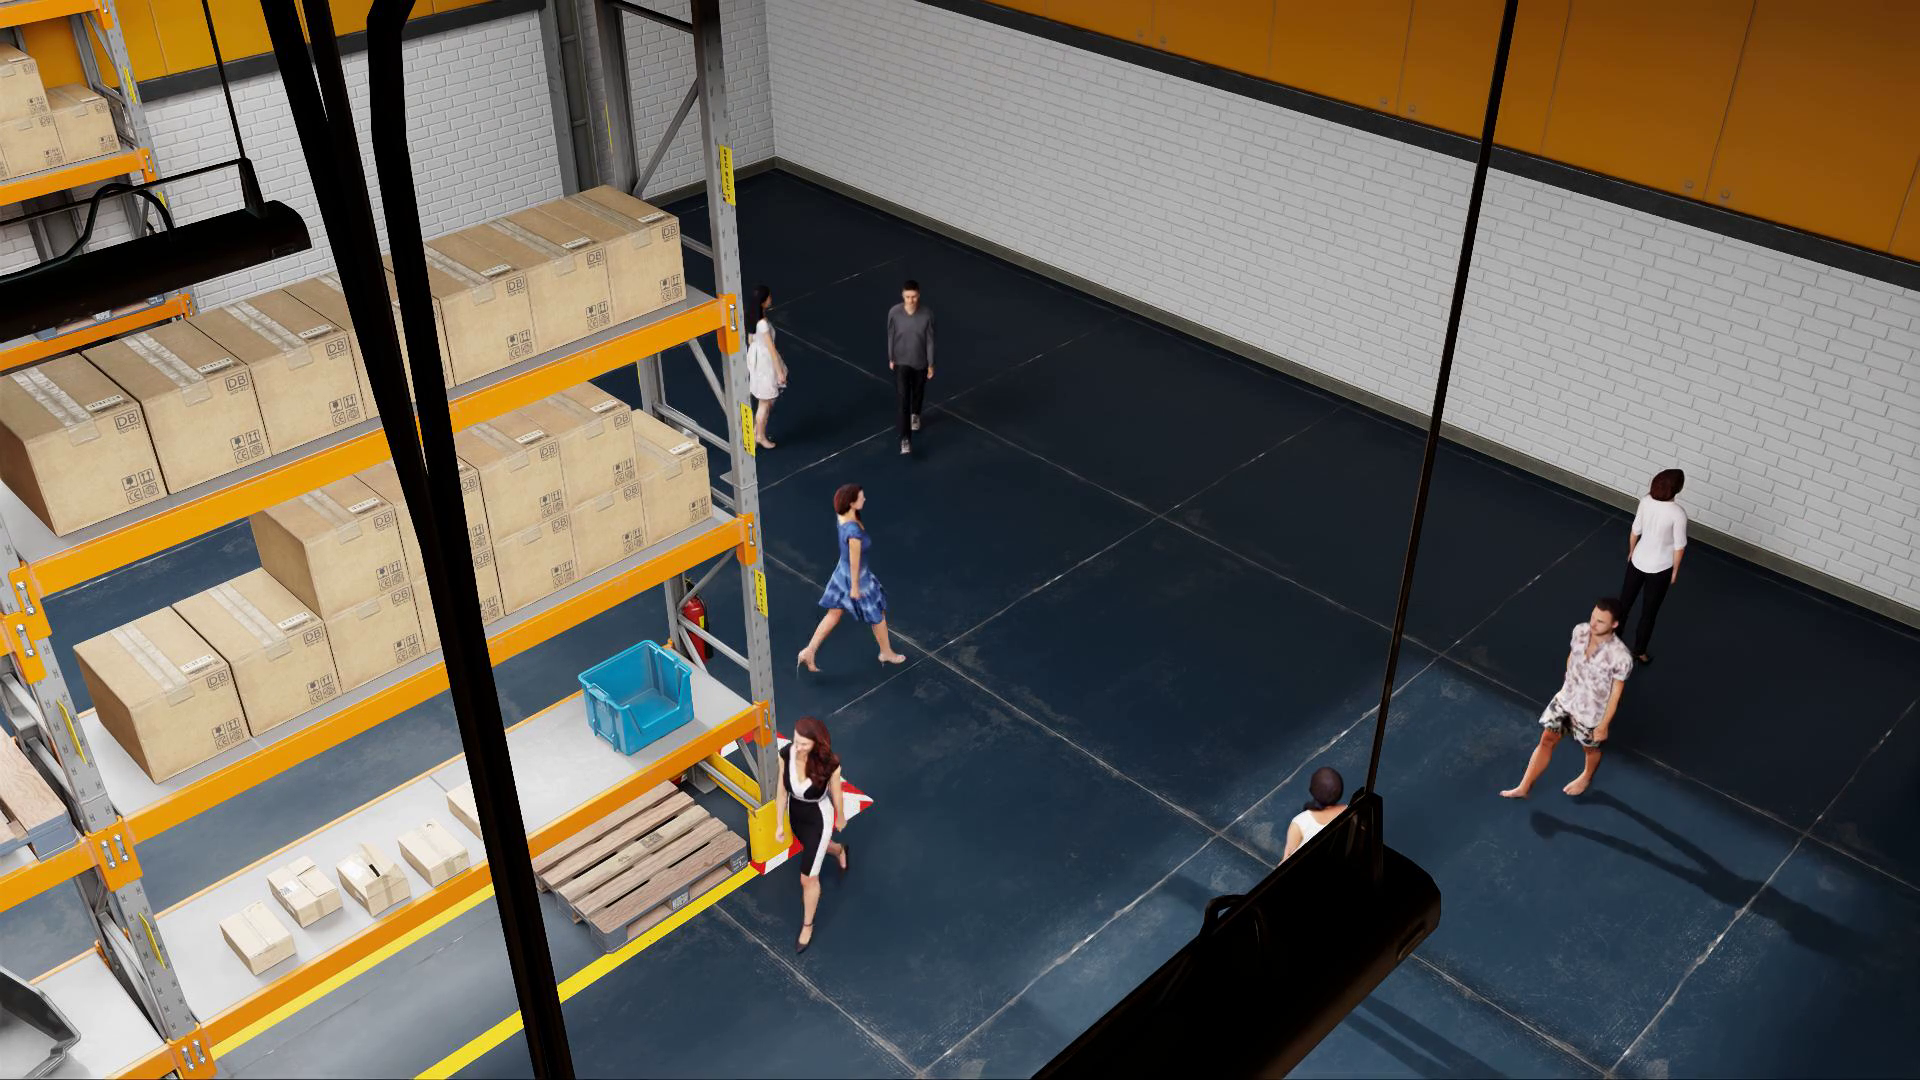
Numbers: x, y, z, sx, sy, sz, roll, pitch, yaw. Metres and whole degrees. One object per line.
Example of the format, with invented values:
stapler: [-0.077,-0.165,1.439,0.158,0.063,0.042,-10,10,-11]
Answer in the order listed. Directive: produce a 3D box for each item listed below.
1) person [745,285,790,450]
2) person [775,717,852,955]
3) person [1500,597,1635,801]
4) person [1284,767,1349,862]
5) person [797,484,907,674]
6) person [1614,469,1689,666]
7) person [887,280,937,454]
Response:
person: [-1.975,-1.619,16.052,0.786,1.762,0.741,-11,35,-17]
person: [-0.948,1.800,10.903,0.830,1.767,1.161,15,36,21]
person: [4.538,1.135,11.889,1.130,1.783,0.864,-18,38,-25]
person: [2.238,2.113,10.508,0.731,1.684,0.824,-7,34,-10]
person: [-0.917,0.361,13.069,1.209,1.766,0.919,-13,36,-18]
person: [5.494,0.218,13.258,0.570,1.795,0.640,-21,39,-29]
person: [-0.464,-1.766,16.321,1.136,1.708,1.161,-1,34,-2]
